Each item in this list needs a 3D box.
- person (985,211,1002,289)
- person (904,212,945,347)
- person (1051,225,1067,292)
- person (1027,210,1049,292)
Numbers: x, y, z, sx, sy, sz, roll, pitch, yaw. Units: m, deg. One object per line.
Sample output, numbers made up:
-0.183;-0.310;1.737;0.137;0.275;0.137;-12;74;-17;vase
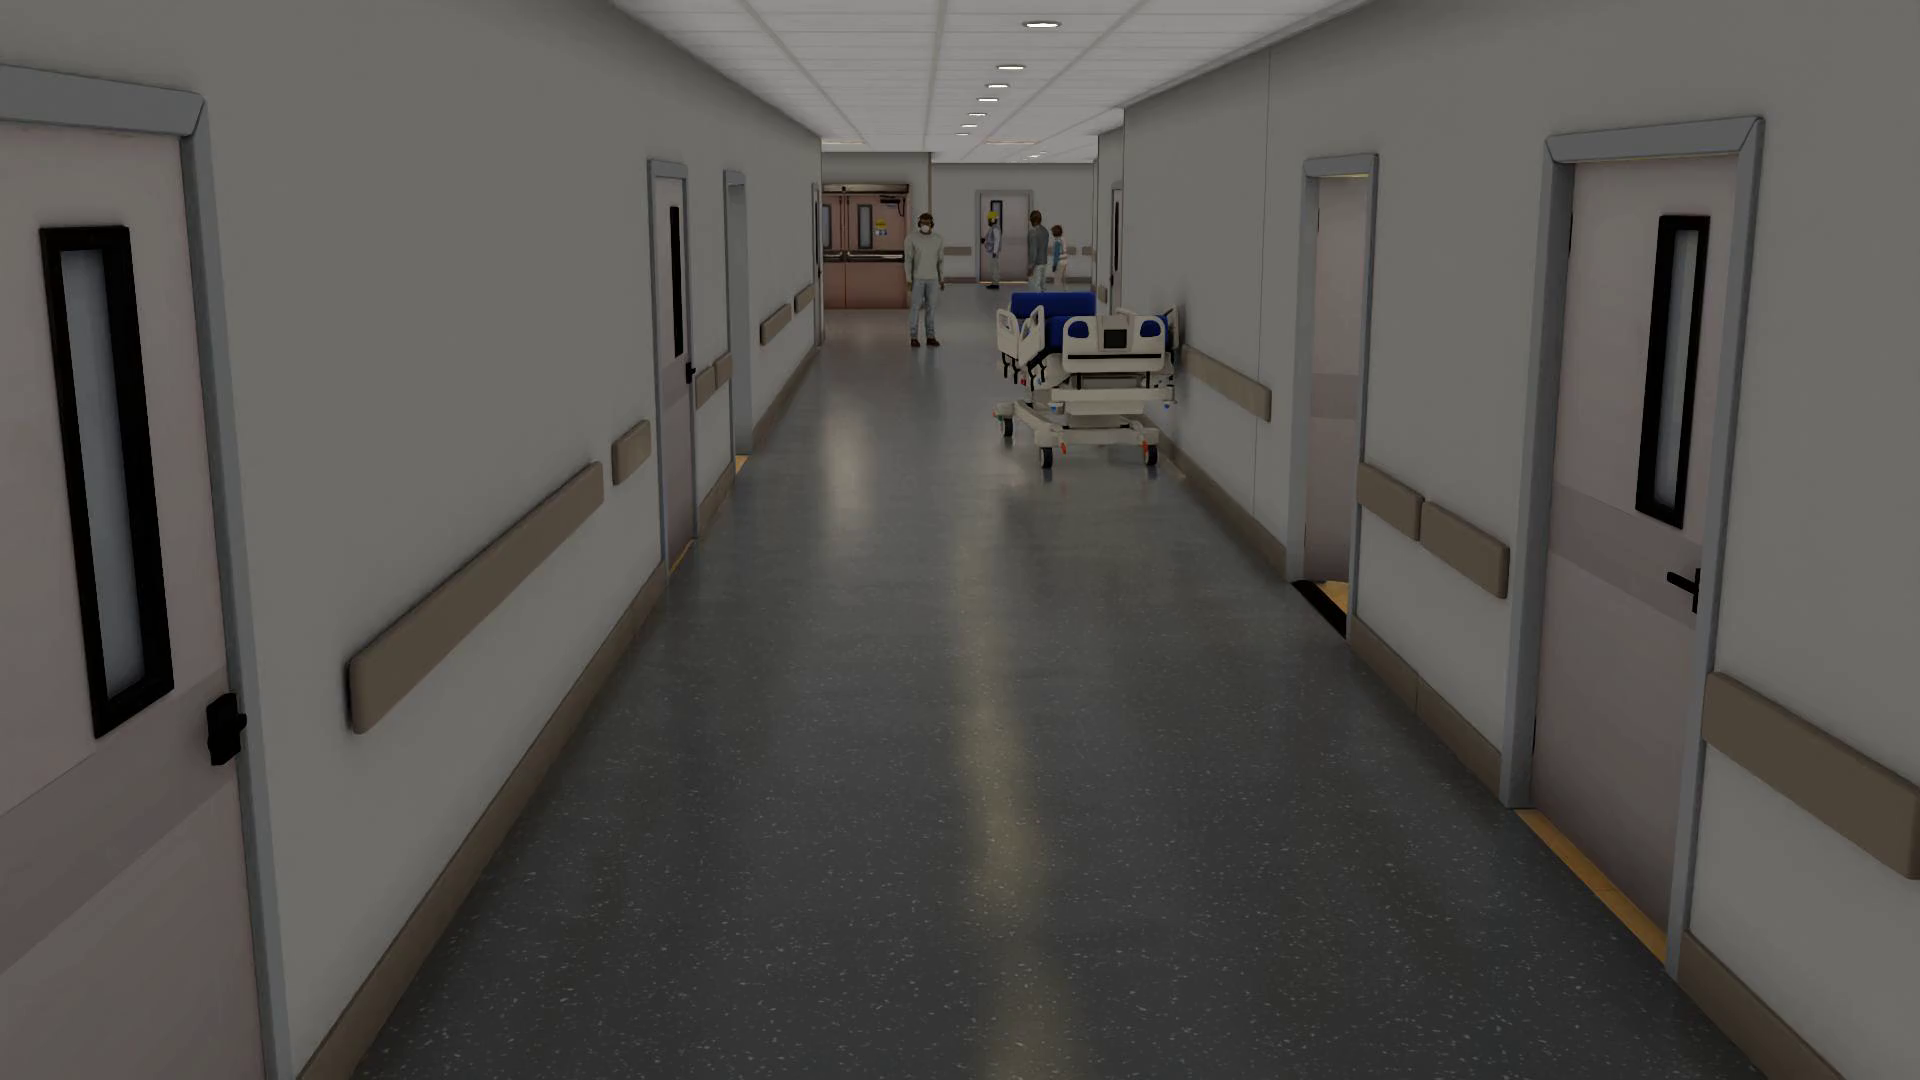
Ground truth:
0.789;-6.886;39.558;0.404;1.830;0.599;-1;12;-4;person
-0.508;-3.783;24.188;0.627;1.936;0.375;-5;13;-23;person
2.015;-5.585;33.771;0.328;1.608;0.635;3;12;12;person
1.346;-4.771;28.995;0.352;1.936;0.635;6;13;25;person
